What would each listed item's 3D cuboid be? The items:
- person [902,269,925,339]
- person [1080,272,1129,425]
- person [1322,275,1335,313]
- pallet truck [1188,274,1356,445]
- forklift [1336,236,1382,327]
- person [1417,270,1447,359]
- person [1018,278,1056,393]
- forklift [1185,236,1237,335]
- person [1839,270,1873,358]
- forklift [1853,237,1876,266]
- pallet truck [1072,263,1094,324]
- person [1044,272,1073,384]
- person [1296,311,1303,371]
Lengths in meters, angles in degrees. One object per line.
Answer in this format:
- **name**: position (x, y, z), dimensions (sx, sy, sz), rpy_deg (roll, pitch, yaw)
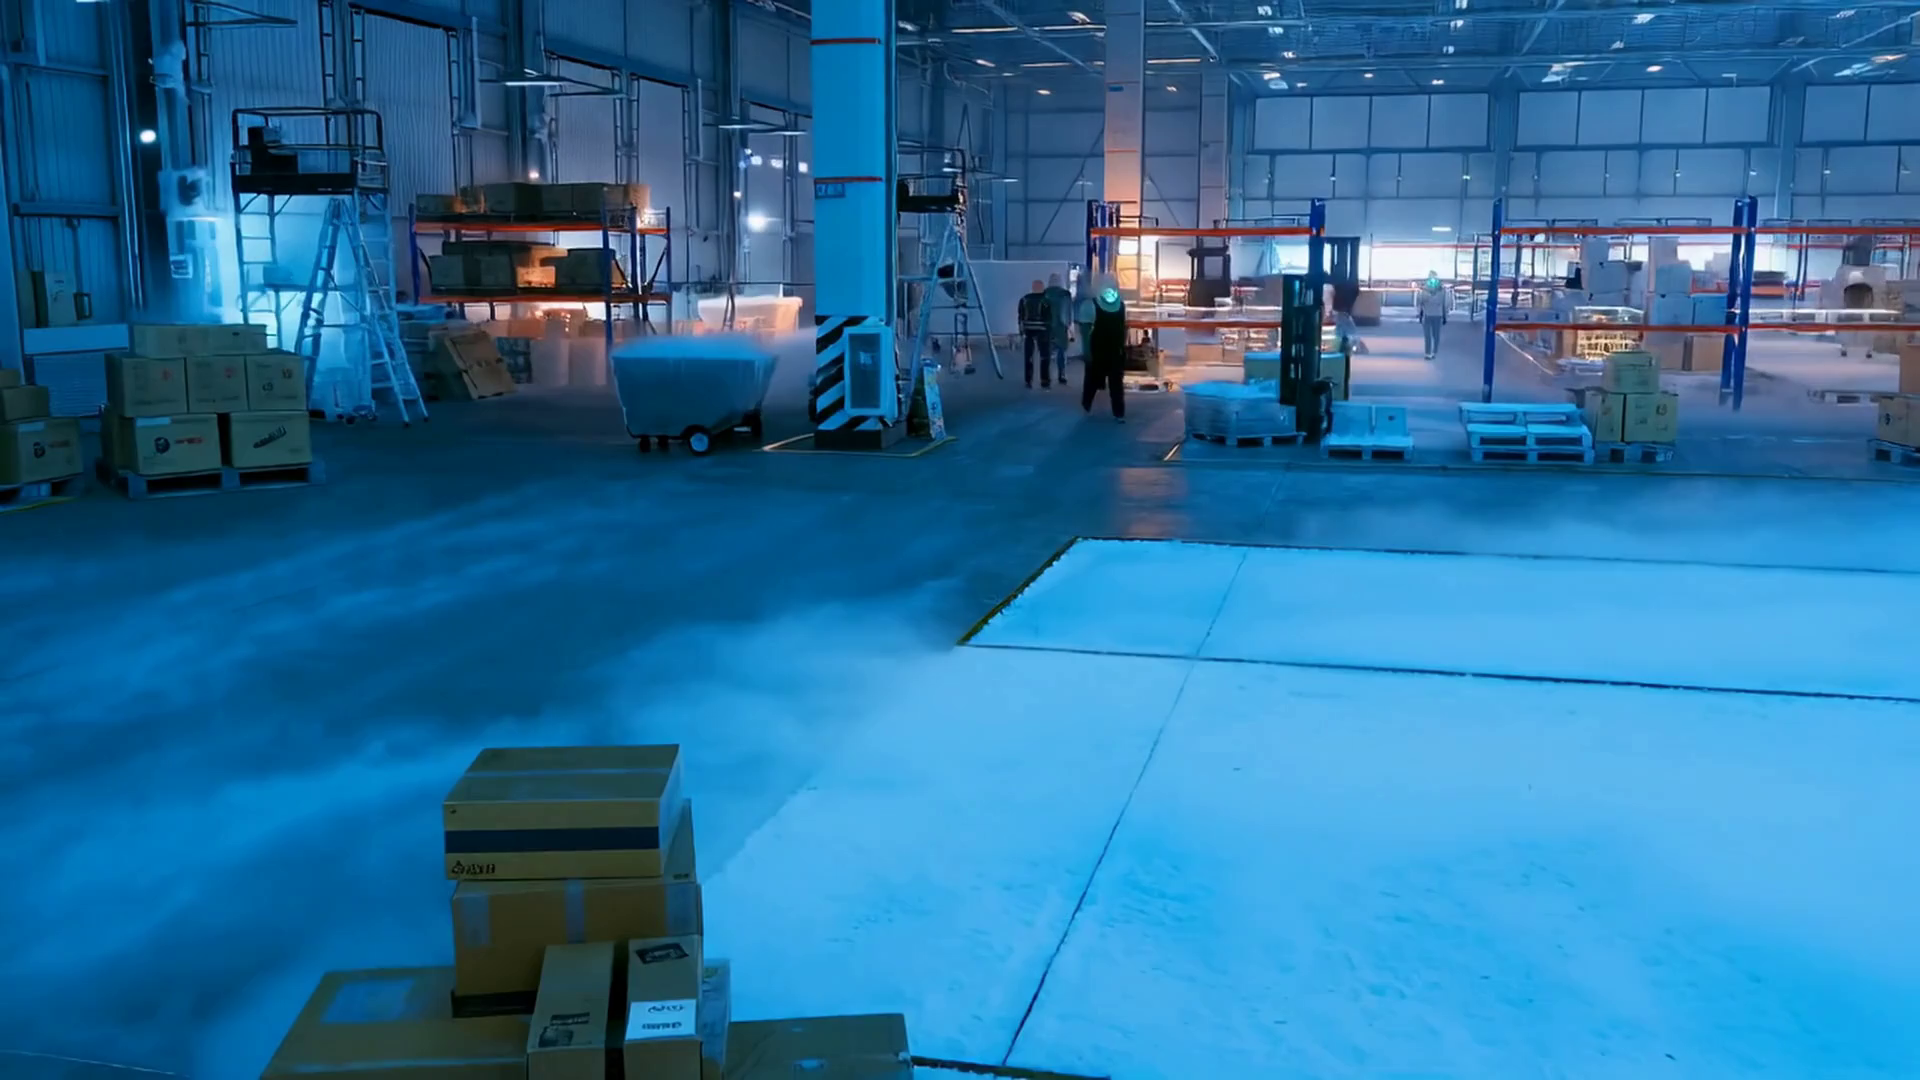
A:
- **person**: position (-1.073, -5.372, 38.868), dimensions (0.558, 1.919, 0.766), rpy_deg (4, 11, 23)
- **person**: position (1.889, -2.555, 21.914), dimensions (0.683, 2.000, 0.971), rpy_deg (-2, 10, -13)
- **person**: position (11.057, -7.128, 49.984), dimensions (0.531, 1.660, 0.842), rpy_deg (-5, 11, -29)
- **pallet truck**: position (3.653, -2.138, 19.590), dimensions (1.885, 1.965, 0.823), rpy_deg (-4, 10, -20)
- **forklift**: position (12.030, -8.003, 51.528), dimensions (1.873, 2.768, 1.129), rpy_deg (-2, 10, -12)
- **person**: position (10.084, -4.801, 35.533), dimensions (0.608, 1.902, 0.661), rpy_deg (3, 10, 17)
- **person**: position (1.258, -3.290, 26.838), dimensions (0.634, 1.839, 0.429), rpy_deg (5, 11, 26)
- **forklift**: position (7.076, -7.145, 46.470), dimensions (1.129, 2.768, 1.873), rpy_deg (4, 10, 21)
- **person**: position (19.528, -4.900, 36.134), dimensions (0.638, 1.914, 0.888), rpy_deg (-1, 10, -3)
- **forklift**: position (28.334, -8.132, 52.282), dimensions (1.873, 2.768, 1.129), rpy_deg (2, 10, 14)
- **pallet truck**: position (4.325, -8.180, 55.162), dimensions (0.823, 1.965, 1.885), rpy_deg (6, 11, 31)
- **person**: position (1.644, -3.646, 28.670), dimensions (0.631, 1.931, 0.365), rpy_deg (5, 11, 25)
- **person**: position (6.629, -4.098, 31.910), dimensions (0.321, 1.736, 0.488), rpy_deg (6, 11, 31)
